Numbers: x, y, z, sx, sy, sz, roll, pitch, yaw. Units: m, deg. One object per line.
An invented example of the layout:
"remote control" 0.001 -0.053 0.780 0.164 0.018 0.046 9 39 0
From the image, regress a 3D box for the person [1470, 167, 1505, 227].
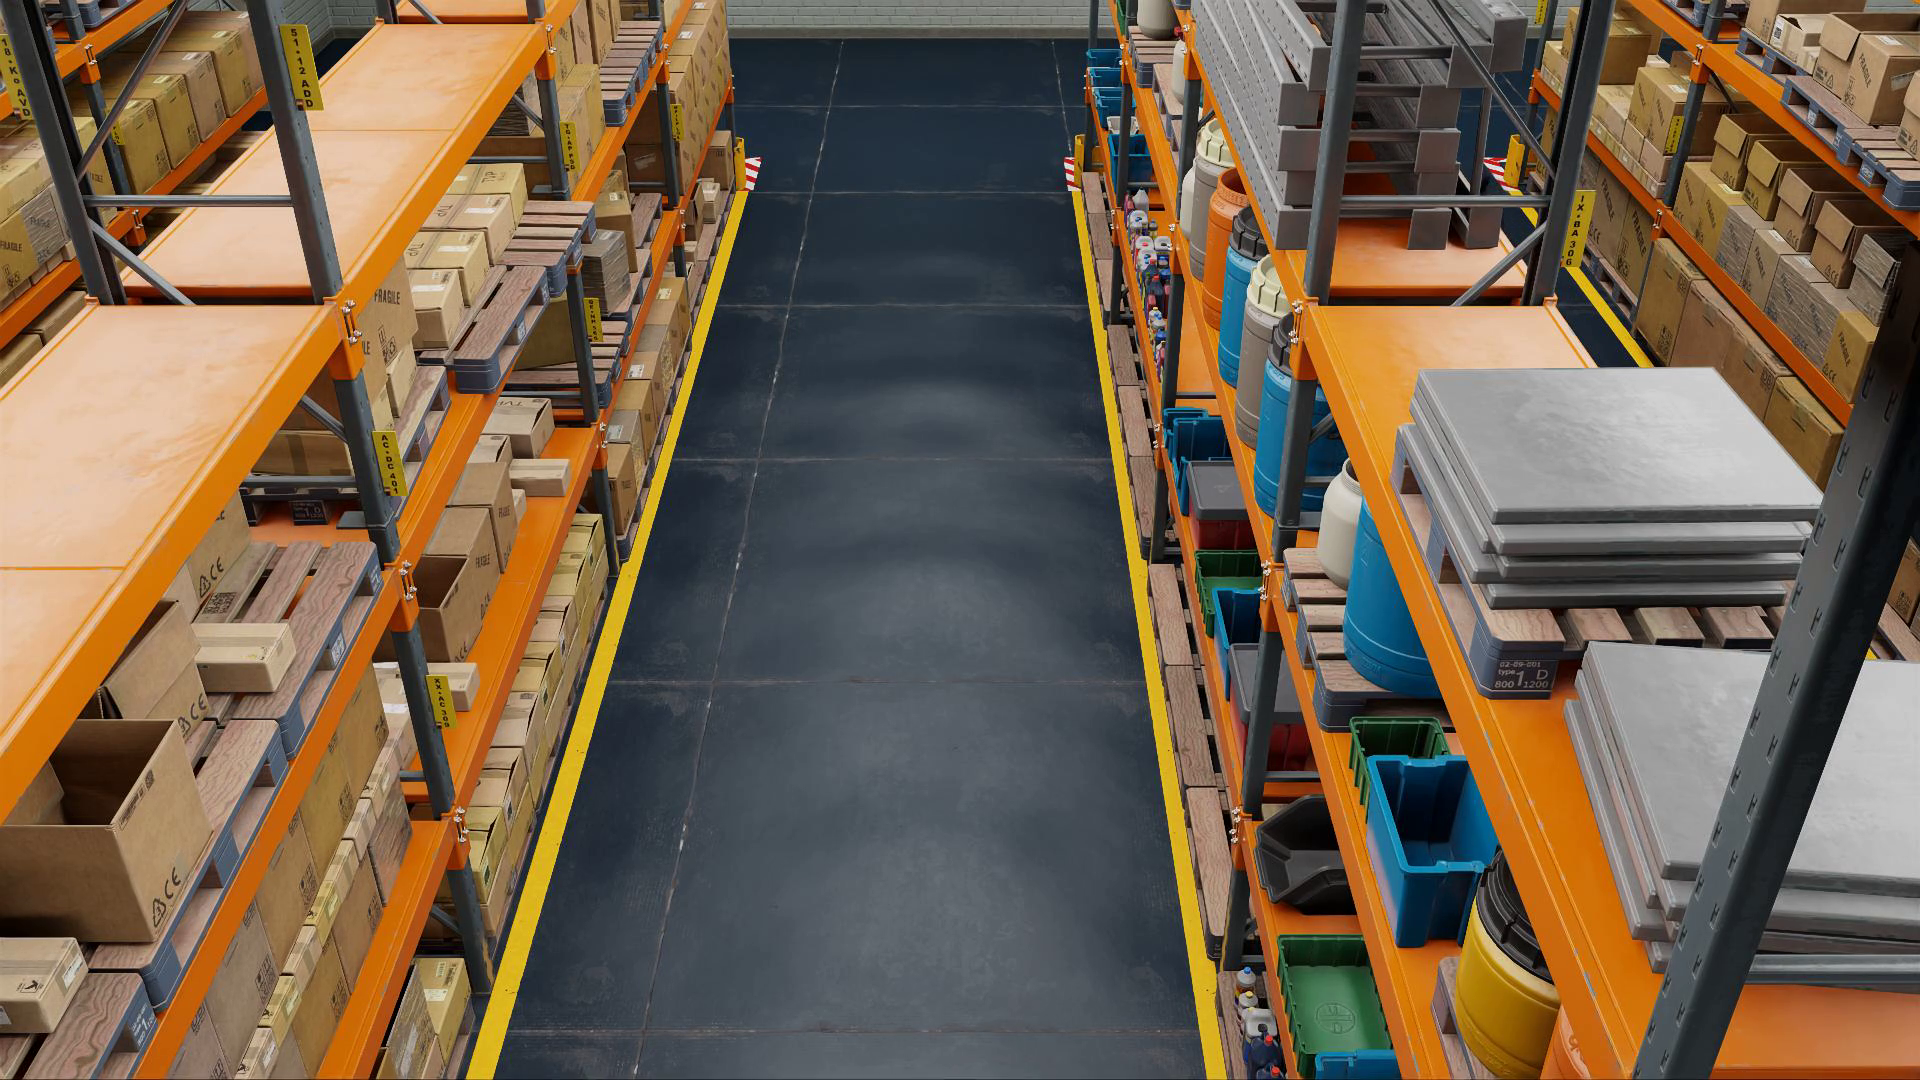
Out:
"person" 4.524 -2.380 14.803 0.720 1.793 1.094 -1 33 -1
